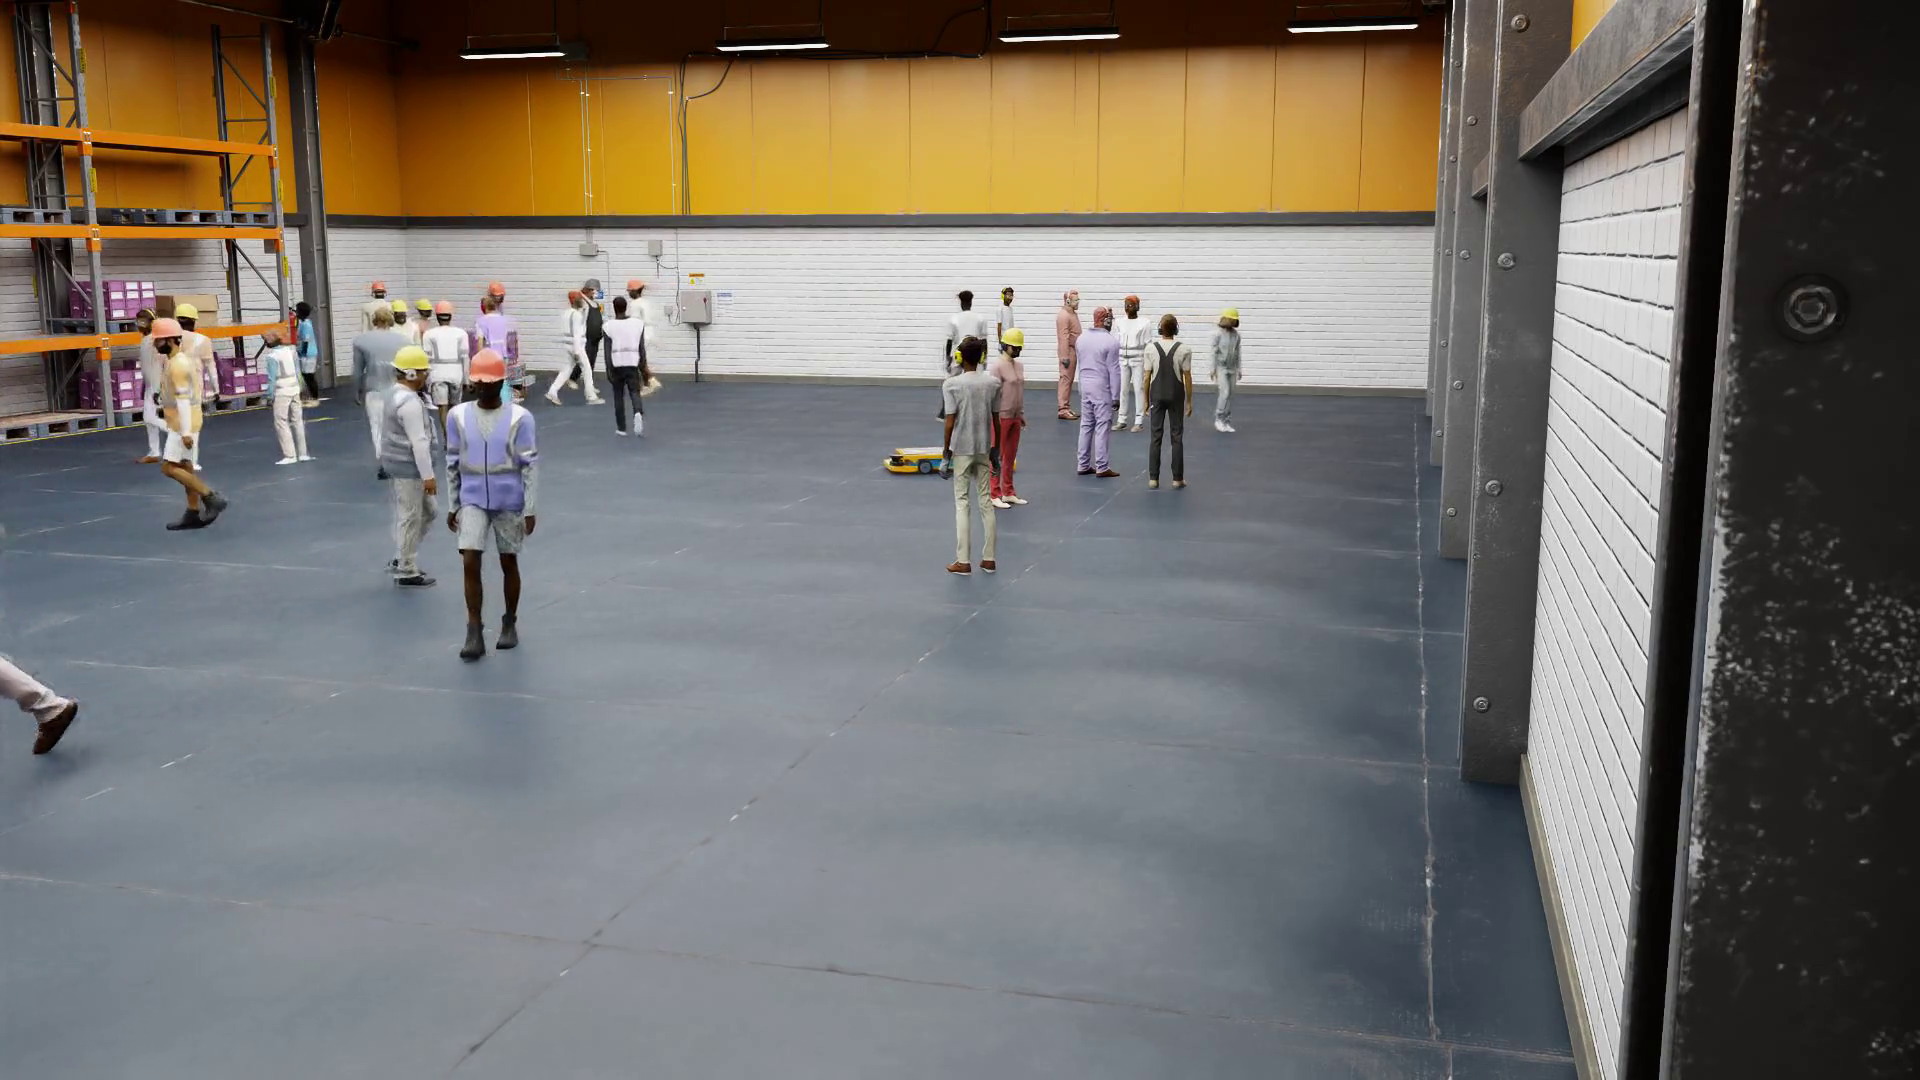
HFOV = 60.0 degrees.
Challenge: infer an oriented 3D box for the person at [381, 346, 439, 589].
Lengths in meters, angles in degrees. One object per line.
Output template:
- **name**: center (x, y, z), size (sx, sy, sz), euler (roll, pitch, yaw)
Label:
- **person**: center (-4.087, -0.532, 12.409), size (0.419, 1.819, 0.607), euler (-5, 11, -24)

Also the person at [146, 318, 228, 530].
- **person**: center (-6.969, -1.028, 14.917), size (0.487, 1.924, 0.561), euler (-3, 11, -19)

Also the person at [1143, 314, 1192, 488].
- **person**: center (2.196, -1.462, 17.586), size (0.513, 1.844, 0.336), euler (2, 10, 12)

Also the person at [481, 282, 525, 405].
- **person**: center (-7.304, -3.113, 26.536), size (0.954, 1.980, 0.698), euler (1, 10, 6)

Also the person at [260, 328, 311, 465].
- **person**: center (-7.930, -1.698, 19.591), size (0.328, 1.609, 0.644), euler (2, 10, 9)

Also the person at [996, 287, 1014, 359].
- **person**: center (0.786, -3.346, 28.208), size (0.335, 1.863, 0.521), euler (5, 11, 26)

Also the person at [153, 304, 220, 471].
- **person**: center (-8.851, -1.749, 19.070), size (0.665, 1.891, 0.756), euler (-1, 10, -4)

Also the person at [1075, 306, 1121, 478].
- **person**: center (1.559, -1.637, 18.440), size (0.401, 1.901, 0.647), euler (-8, 13, -37)

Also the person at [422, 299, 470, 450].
- **person**: center (-6.314, -2.005, 20.488), size (0.550, 1.913, 0.866), euler (-5, 11, -26)

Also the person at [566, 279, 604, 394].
- **person**: center (-6.448, -3.537, 28.779), size (0.593, 2.000, 0.756), euler (3, 10, 15)

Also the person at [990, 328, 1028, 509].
- **person**: center (0.488, -1.196, 16.328), size (0.326, 1.760, 0.524), euler (7, 12, 34)

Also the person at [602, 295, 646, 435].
- **person**: center (-4.496, -2.336, 22.386), size (0.607, 1.900, 0.673), euler (-5, 11, -25)

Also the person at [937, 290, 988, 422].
- **person**: center (0.068, -2.652, 24.098), size (0.708, 1.934, 0.497), euler (0, 10, -2)

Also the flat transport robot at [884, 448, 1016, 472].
- **flat transport robot**: center (-0.120, -0.928, 19.010), size (1.431, 0.197, 0.652), euler (-2, 10, -9)

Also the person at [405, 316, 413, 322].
- **person**: center (-9.876, -3.404, 29.314), size (0.528, 1.580, 0.901), euler (-3, 11, -18)

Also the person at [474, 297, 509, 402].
- **person**: center (-6.970, -2.681, 24.593), size (0.569, 1.802, 0.906), euler (-10, 14, -43)

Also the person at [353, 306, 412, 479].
- **person**: center (-6.378, -1.641, 18.455), size (0.638, 1.907, 0.950), euler (-4, 11, -23)

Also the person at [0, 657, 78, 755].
- **person**: center (-4.907, 0.191, 8.142), size (0.861, 1.881, 0.654), euler (-7, 12, -34)

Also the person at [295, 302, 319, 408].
- **person**: center (-10.362, -2.923, 26.359), size (0.325, 1.673, 0.620), euler (-4, 11, -23)

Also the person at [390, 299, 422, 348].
- **person**: center (-8.041, -2.562, 23.916), size (0.599, 1.811, 0.746), euler (-8, 13, -38)

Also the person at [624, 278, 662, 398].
- **person**: center (-5.334, -3.370, 27.885), size (0.570, 2.022, 0.629), euler (3, 10, 14)

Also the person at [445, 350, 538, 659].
- **person**: center (-2.921, -0.212, 10.313), size (0.578, 1.907, 0.800), euler (-1, 10, -5)

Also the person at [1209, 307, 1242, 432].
- **person**: center (3.671, -2.325, 22.797), size (0.519, 1.726, 0.422), euler (-6, 12, -30)

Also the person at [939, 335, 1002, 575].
- **person**: center (0.082, -0.660, 12.973), size (0.534, 1.868, 0.309), euler (-5, 11, -25)

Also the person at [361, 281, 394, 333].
- **person**: center (-9.492, -3.258, 27.390), size (0.663, 1.980, 0.534), euler (-3, 10, -16)

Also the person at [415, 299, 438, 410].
- **person**: center (-8.480, -2.908, 26.087), size (0.635, 1.734, 0.539), euler (1, 10, 7)

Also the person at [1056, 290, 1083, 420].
- **person**: center (1.637, -2.742, 24.660), size (0.403, 1.906, 0.651), euler (2, 10, 13)

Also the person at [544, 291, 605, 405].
- **person**: center (-6.246, -3.080, 26.760), size (0.933, 1.854, 0.584), euler (-7, 12, -35)

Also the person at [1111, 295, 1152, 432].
- **person**: center (2.369, -2.425, 22.931), size (0.575, 1.882, 0.360), euler (7, 12, 35)

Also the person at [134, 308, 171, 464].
- **person**: center (-9.444, -1.804, 19.552), size (0.536, 1.846, 0.518), euler (-8, 13, -37)
